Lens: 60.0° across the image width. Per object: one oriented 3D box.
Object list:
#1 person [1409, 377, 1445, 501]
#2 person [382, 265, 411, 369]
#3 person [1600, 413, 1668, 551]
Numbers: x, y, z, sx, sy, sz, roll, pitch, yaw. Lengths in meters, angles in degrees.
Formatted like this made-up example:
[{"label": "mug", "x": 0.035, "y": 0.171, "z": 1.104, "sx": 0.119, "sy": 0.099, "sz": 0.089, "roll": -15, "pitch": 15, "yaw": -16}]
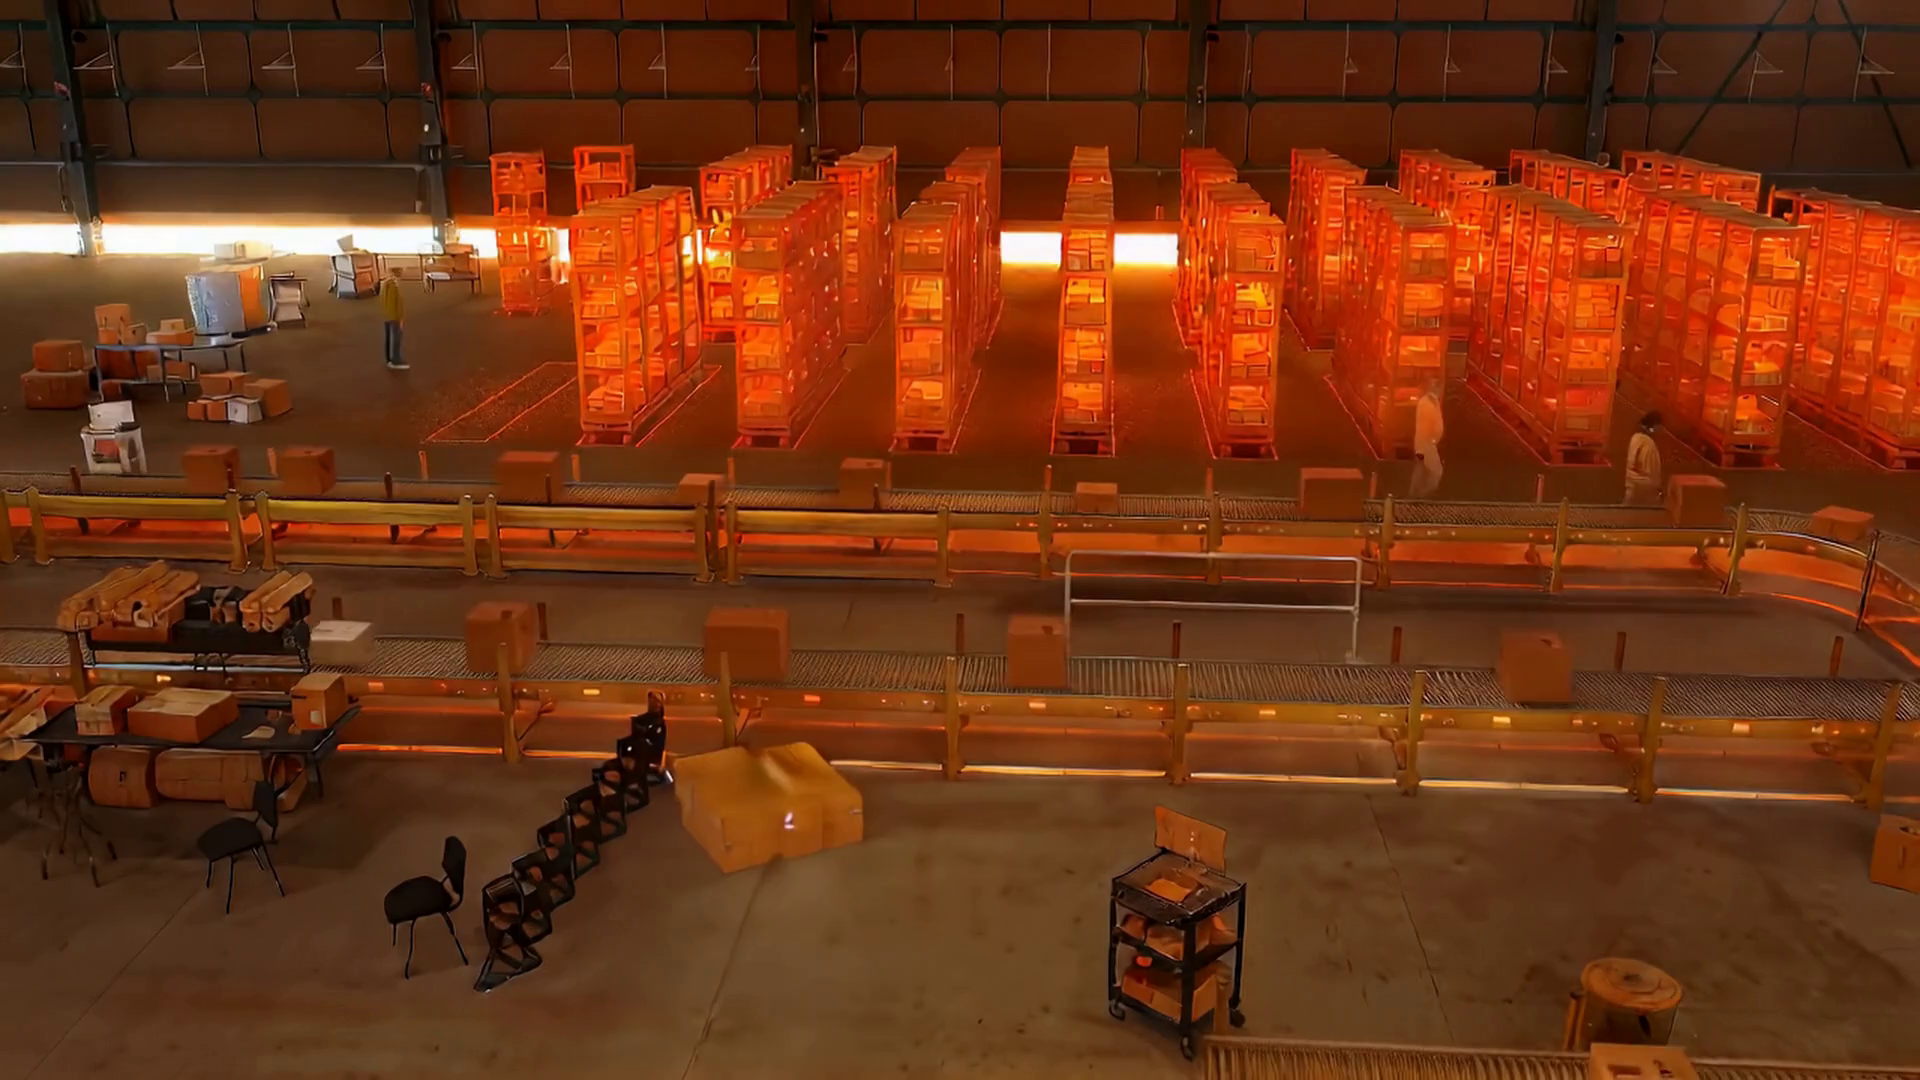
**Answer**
[{"label": "person", "x": 6.387, "y": -1.270, "z": 22.491, "sx": 0.575, "sy": 1.885, "sz": 0.687, "roll": 5, "pitch": 18, "yaw": 16}, {"label": "person", "x": -10.811, "y": -4.271, "z": 31.885, "sx": 0.437, "sy": 1.981, "sz": 0.633, "roll": -16, "pitch": 24, "yaw": -42}, {"label": "person", "x": 8.574, "y": -0.723, "z": 20.949, "sx": 0.941, "sy": 1.788, "sz": 0.601, "roll": 2, "pitch": 18, "yaw": 5}]
